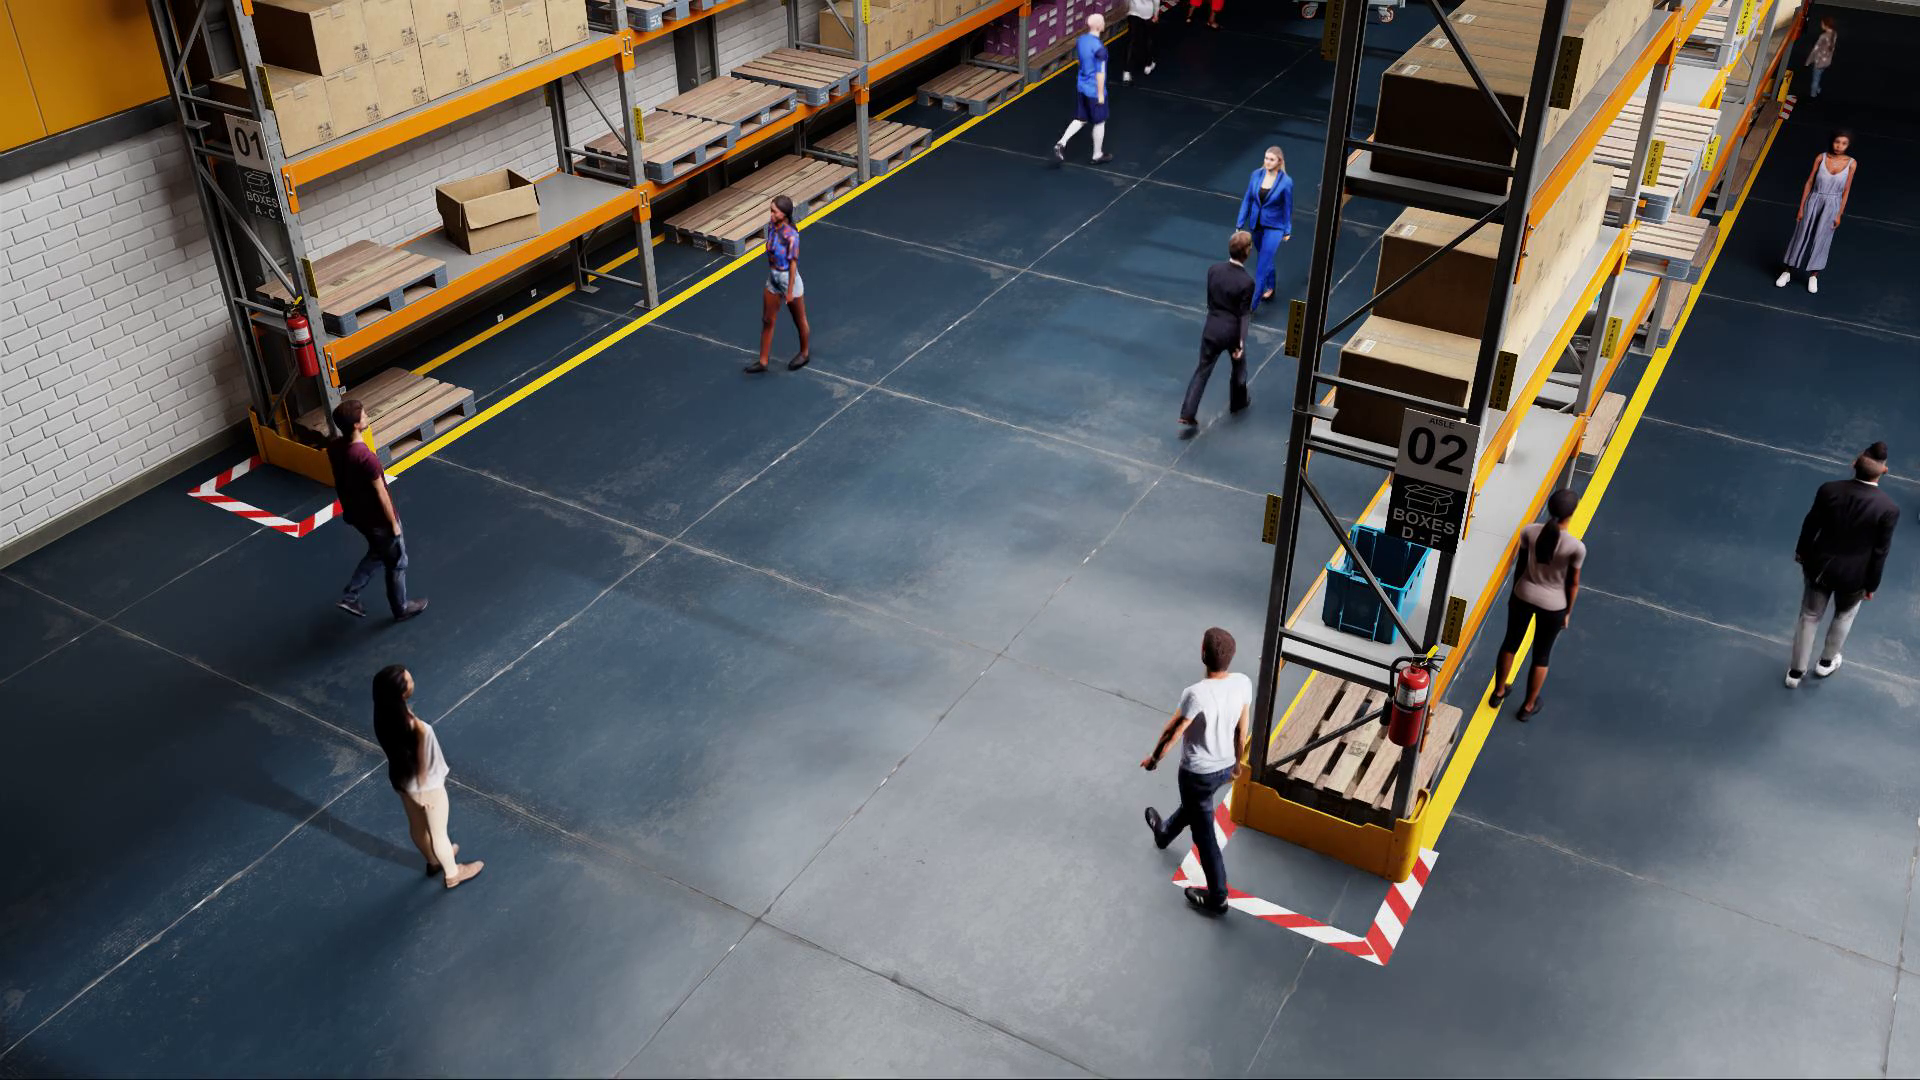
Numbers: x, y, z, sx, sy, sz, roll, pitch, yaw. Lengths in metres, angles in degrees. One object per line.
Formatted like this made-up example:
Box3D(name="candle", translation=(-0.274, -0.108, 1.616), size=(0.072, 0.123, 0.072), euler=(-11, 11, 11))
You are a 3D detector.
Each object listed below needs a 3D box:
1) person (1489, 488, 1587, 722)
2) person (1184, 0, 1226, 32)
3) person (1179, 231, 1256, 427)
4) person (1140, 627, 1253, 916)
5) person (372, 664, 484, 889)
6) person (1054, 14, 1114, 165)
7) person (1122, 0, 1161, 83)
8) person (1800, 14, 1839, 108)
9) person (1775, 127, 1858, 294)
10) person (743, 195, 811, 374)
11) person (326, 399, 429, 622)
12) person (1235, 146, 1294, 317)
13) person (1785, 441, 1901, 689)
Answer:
Box3D(name="person", translation=(3.867, 0.427, 11.145), size=(0.610, 1.744, 0.557), euler=(22, 40, 30))
Box3D(name="person", translation=(3.634, -8.306, 24.265), size=(0.914, 1.764, 0.855), euler=(-12, 35, -17))
Box3D(name="person", translation=(2.242, -1.792, 14.446), size=(0.808, 1.784, 1.203), euler=(24, 41, 32))
Box3D(name="person", translation=(1.494, 1.395, 9.619), size=(1.144, 1.821, 0.998), euler=(-25, 41, -33))
Box3D(name="person", translation=(-3.189, 1.410, 9.747), size=(0.545, 1.654, 0.619), euler=(20, 38, 27))
Box3D(name="person", translation=(1.488, -5.302, 19.696), size=(1.152, 1.819, 0.970), euler=(-19, 38, -27))
Box3D(name="person", translation=(2.404, -7.062, 22.286), size=(0.823, 1.882, 1.282), euler=(11, 35, 17))
Box3D(name="person", translation=(11.261, -6.228, 21.666), size=(0.517, 1.180, 0.606), euler=(-16, 37, -23))
Box3D(name="person", translation=(8.747, -3.362, 16.888), size=(0.575, 1.697, 0.515), euler=(16, 37, 23))
Box3D(name="person", translation=(-1.541, -2.373, 15.379), size=(0.757, 1.719, 1.012), euler=(28, 43, 36))
Box3D(name="person", translation=(-4.270, -0.147, 11.921), size=(0.727, 1.840, 0.897), euler=(24, 40, 31))
Box3D(name="person", translation=(3.089, -3.102, 16.528), size=(0.757, 1.662, 1.137), euler=(24, 41, 32))
Box3D(name="person", translation=(5.937, 0.207, 11.294), size=(0.818, 1.945, 0.853), euler=(26, 42, 34))
